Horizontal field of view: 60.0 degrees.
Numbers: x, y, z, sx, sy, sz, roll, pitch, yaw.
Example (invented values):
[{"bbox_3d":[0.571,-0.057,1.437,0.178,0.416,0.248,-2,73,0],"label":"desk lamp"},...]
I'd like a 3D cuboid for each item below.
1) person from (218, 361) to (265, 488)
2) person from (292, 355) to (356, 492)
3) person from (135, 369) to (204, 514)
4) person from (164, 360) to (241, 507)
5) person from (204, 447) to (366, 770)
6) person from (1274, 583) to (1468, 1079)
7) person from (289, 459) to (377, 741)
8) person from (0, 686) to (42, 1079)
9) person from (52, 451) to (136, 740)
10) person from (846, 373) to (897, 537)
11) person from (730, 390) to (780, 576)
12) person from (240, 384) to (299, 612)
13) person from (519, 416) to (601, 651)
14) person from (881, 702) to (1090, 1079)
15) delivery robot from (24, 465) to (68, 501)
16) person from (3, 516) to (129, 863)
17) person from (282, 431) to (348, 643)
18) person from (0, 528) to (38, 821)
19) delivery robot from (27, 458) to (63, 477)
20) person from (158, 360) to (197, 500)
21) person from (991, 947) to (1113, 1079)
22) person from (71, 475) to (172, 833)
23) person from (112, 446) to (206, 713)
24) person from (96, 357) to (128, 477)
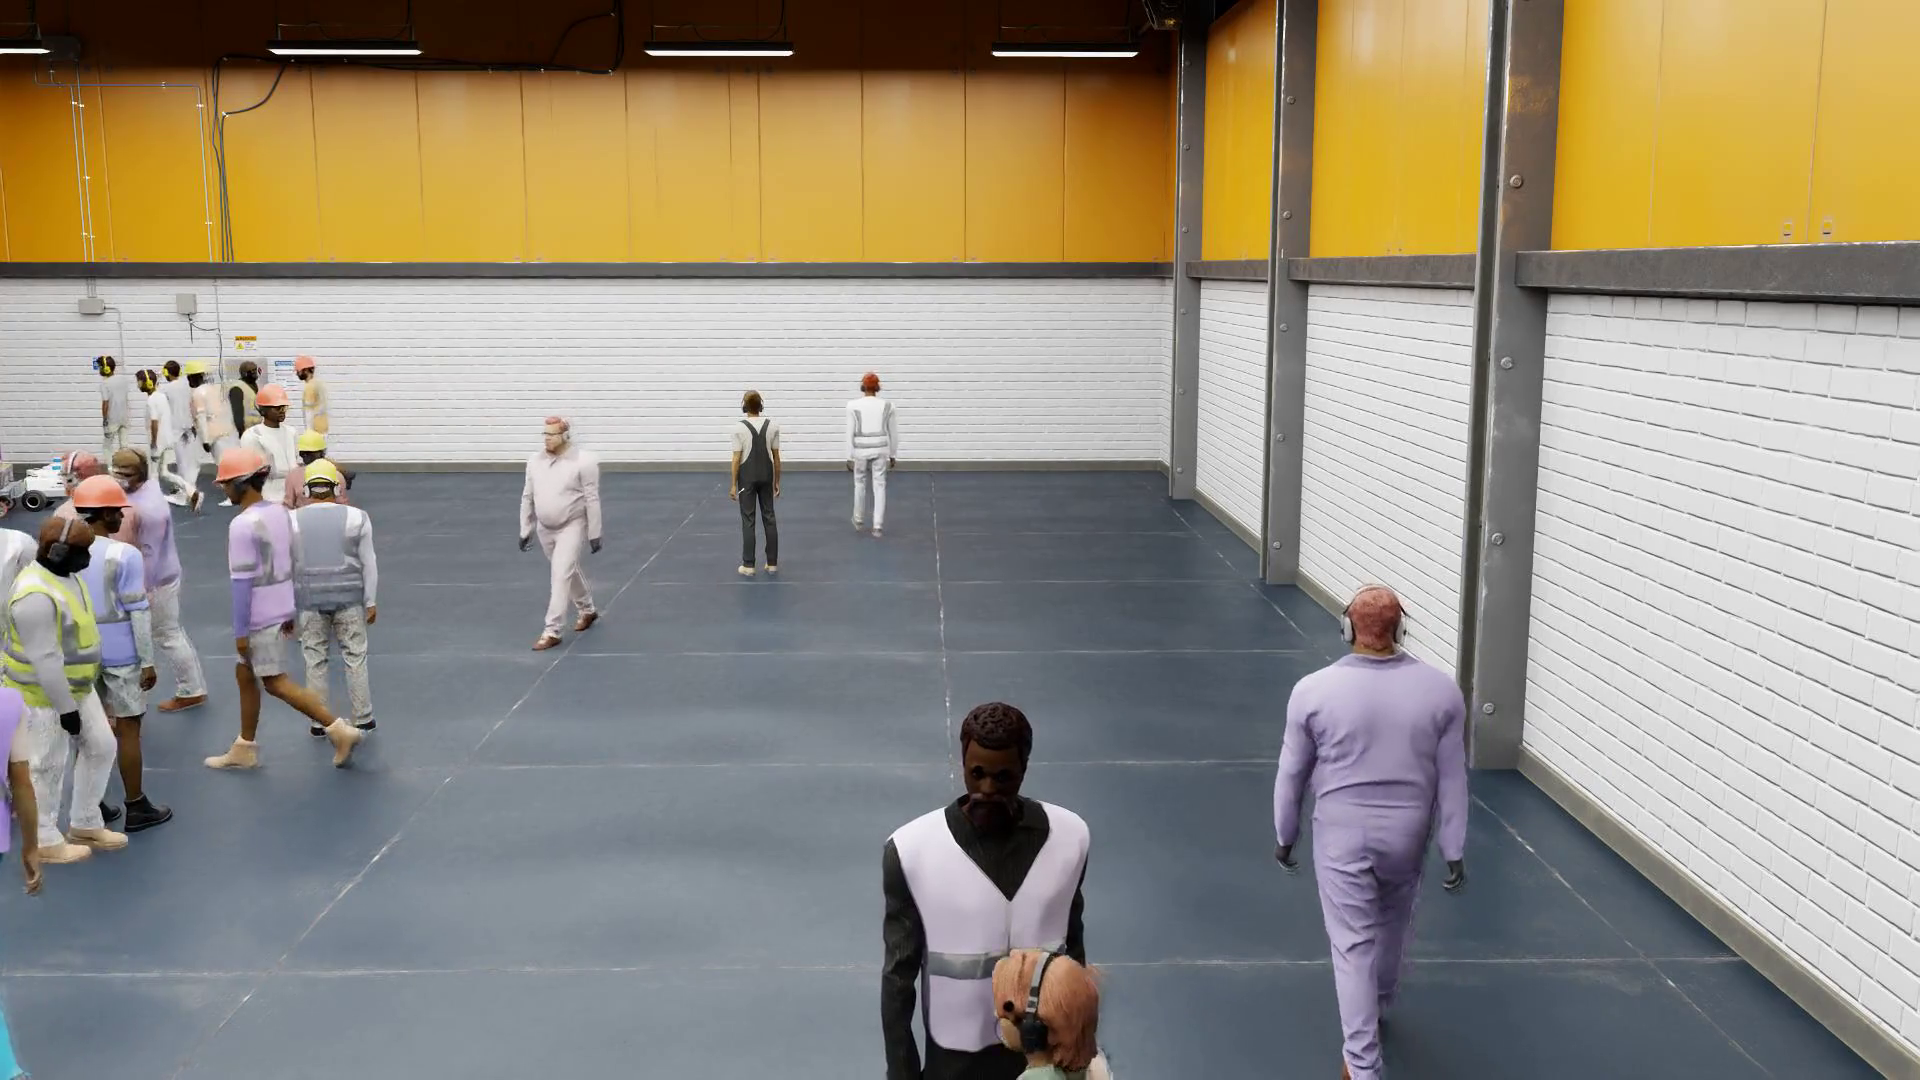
[{"bbox_3d":[-9.746,-1.551,22.736,0.984,1.791,0.634,2,9,11],"label":"person"},{"bbox_3d":[-8.426,-1.488,21.958,0.668,1.909,0.535,-3,10,-16],"label":"person"},{"bbox_3d":[-9.692,-1.171,20.247,0.702,1.833,0.577,-1,9,-6],"label":"person"},{"bbox_3d":[-9.665,-1.339,21.142,0.973,1.878,0.613,0,9,0],"label":"person"},{"bbox_3d":[-4.079,0.435,9.936,0.966,2.000,0.611,0,9,-1],"label":"person"},{"bbox_3d":[1.519,1.079,6.313,0.677,1.866,0.944,0,9,1],"label":"person"},{"bbox_3d":[-4.063,0.387,10.723,0.591,1.820,0.404,-3,10,-16],"label":"person"},{"bbox_3d":[-3.700,1.161,6.128,0.997,1.794,0.586,7,12,37],"label":"person"},{"bbox_3d":[-5.504,0.366,10.639,0.613,1.889,0.658,3,10,16],"label":"person"},{"bbox_3d":[-1.032,-0.992,19.102,0.593,1.843,0.898,-2,9,-9],"label":"person"},{"bbox_3d":[-2.025,-0.564,16.484,0.511,1.842,0.327,-5,10,-26],"label":"person"},{"bbox_3d":[-5.942,-0.341,14.507,0.375,2.044,0.607,3,10,18],"label":"person"},{"bbox_3d":[-3.261,-0.095,13.612,0.649,1.865,1.015,4,10,22],"label":"person"},{"bbox_3d":[0.070,1.356,4.493,0.597,1.914,0.371,-4,10,-22],"label":"person"},{"bbox_3d":[-11.383,-0.703,20.990,0.707,0.478,0.477,-2,9,-14],"label":"delivery robot"},{"bbox_3d":[-4.518,0.772,8.408,0.581,1.807,0.654,-2,9,-10],"label":"person"},{"bbox_3d":[-5.298,-0.057,13.762,0.529,1.724,0.897,3,10,15],"label":"person"},{"bbox_3d":[-5.399,0.591,9.143,0.635,1.917,0.953,-3,10,-16],"label":"person"},{"bbox_3d":[-11.812,-0.837,21.815,0.707,0.478,0.477,-8,12,-39],"label":"delivery robot"},{"bbox_3d":[-10.351,-1.437,21.888,0.837,1.816,0.556,5,10,26],"label":"person"},{"bbox_3d":[0.245,1.658,3.553,0.677,1.620,0.521,4,10,21],"label":"person"},{"bbox_3d":[-4.598,0.614,8.983,0.549,1.934,0.374,1,9,8],"label":"person"},{"bbox_3d":[-5.493,0.295,11.101,0.709,1.880,0.838,9,13,43],"label":"person"},{"bbox_3d":[-11.626,-1.610,22.919,0.580,1.834,0.618,3,10,17],"label":"person"}]
